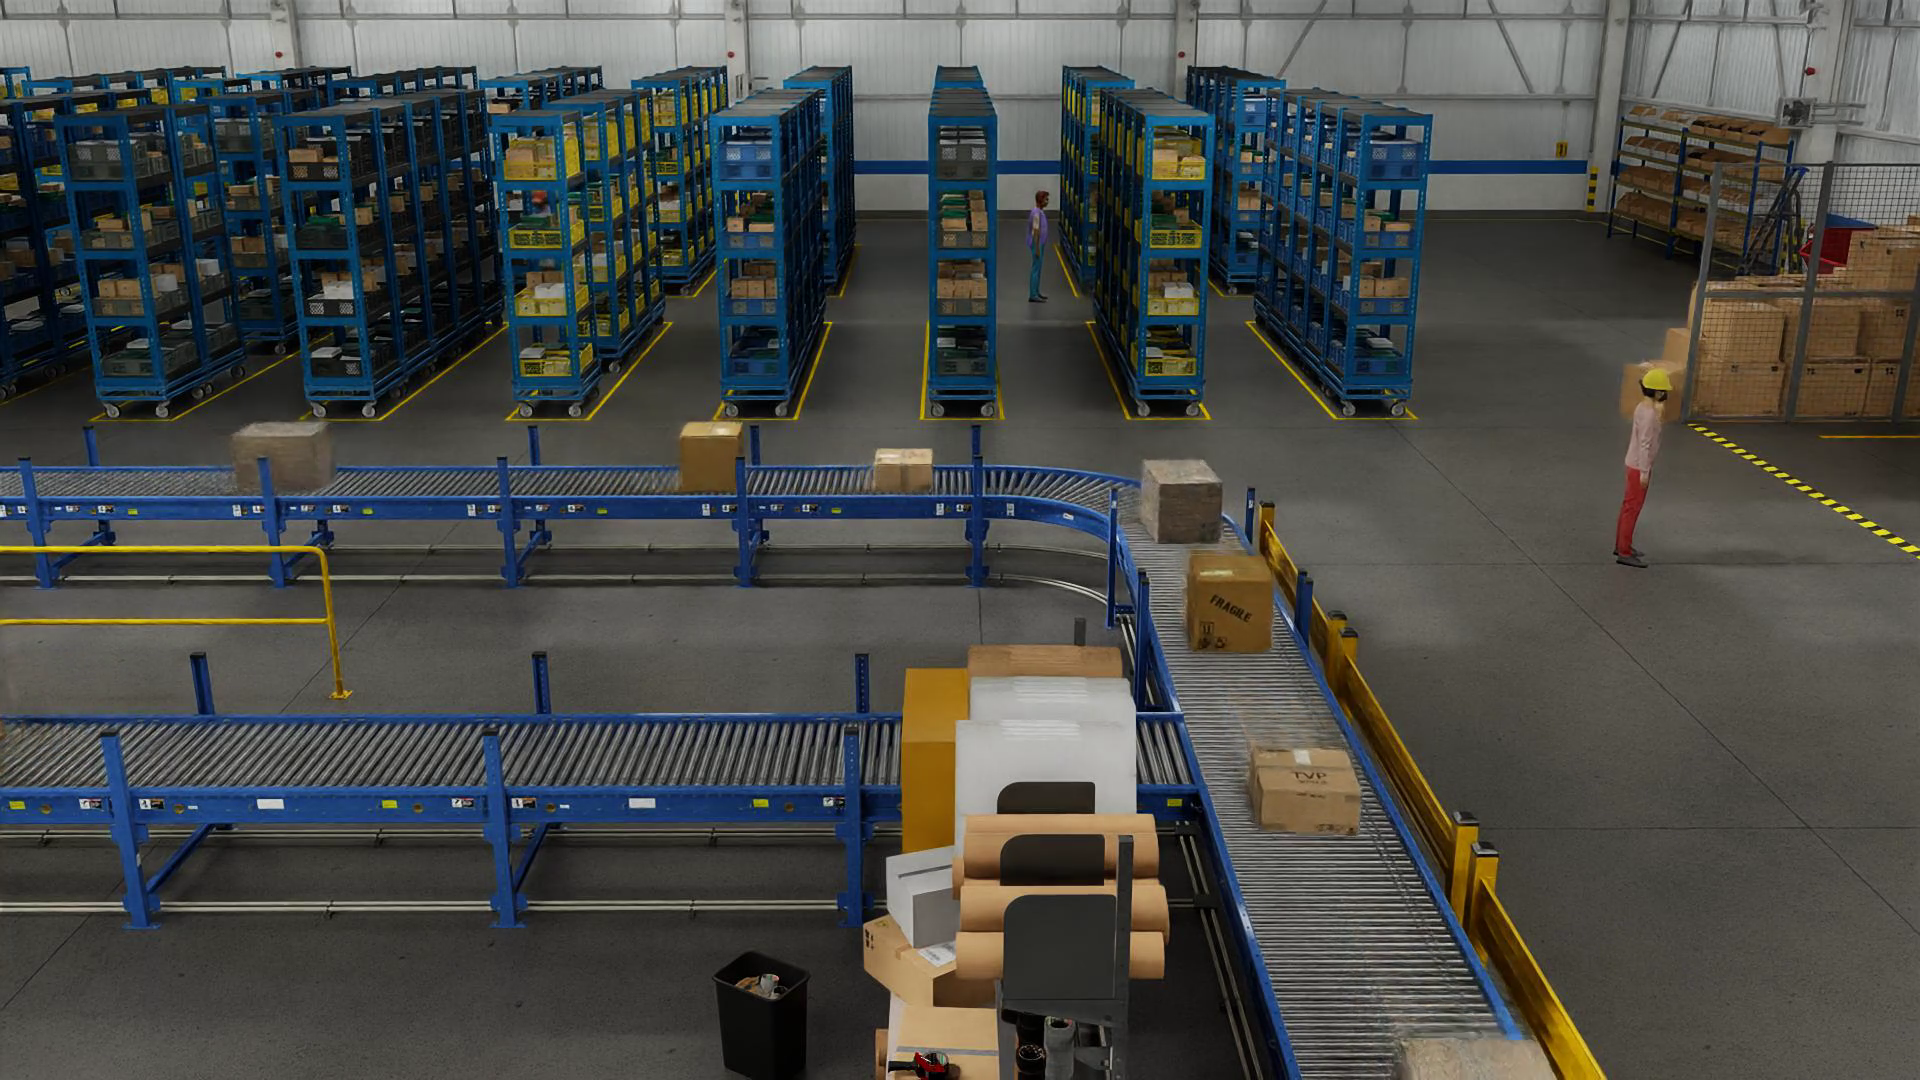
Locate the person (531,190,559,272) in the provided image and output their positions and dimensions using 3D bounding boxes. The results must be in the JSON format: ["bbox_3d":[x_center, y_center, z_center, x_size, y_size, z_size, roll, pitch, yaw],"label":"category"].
[{"bbox_3d":[-6.770,-4.767,27.083,0.681,2.018,0.485,12,22,33],"label":"person"}]

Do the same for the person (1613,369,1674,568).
[{"bbox_3d":[6.074,-0.647,14.775,0.316,1.767,0.535,5,19,16],"label":"person"}]

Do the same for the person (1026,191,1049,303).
[{"bbox_3d":[1.291,-4.892,27.737,0.373,1.835,0.568,3,18,8],"label":"person"}]
